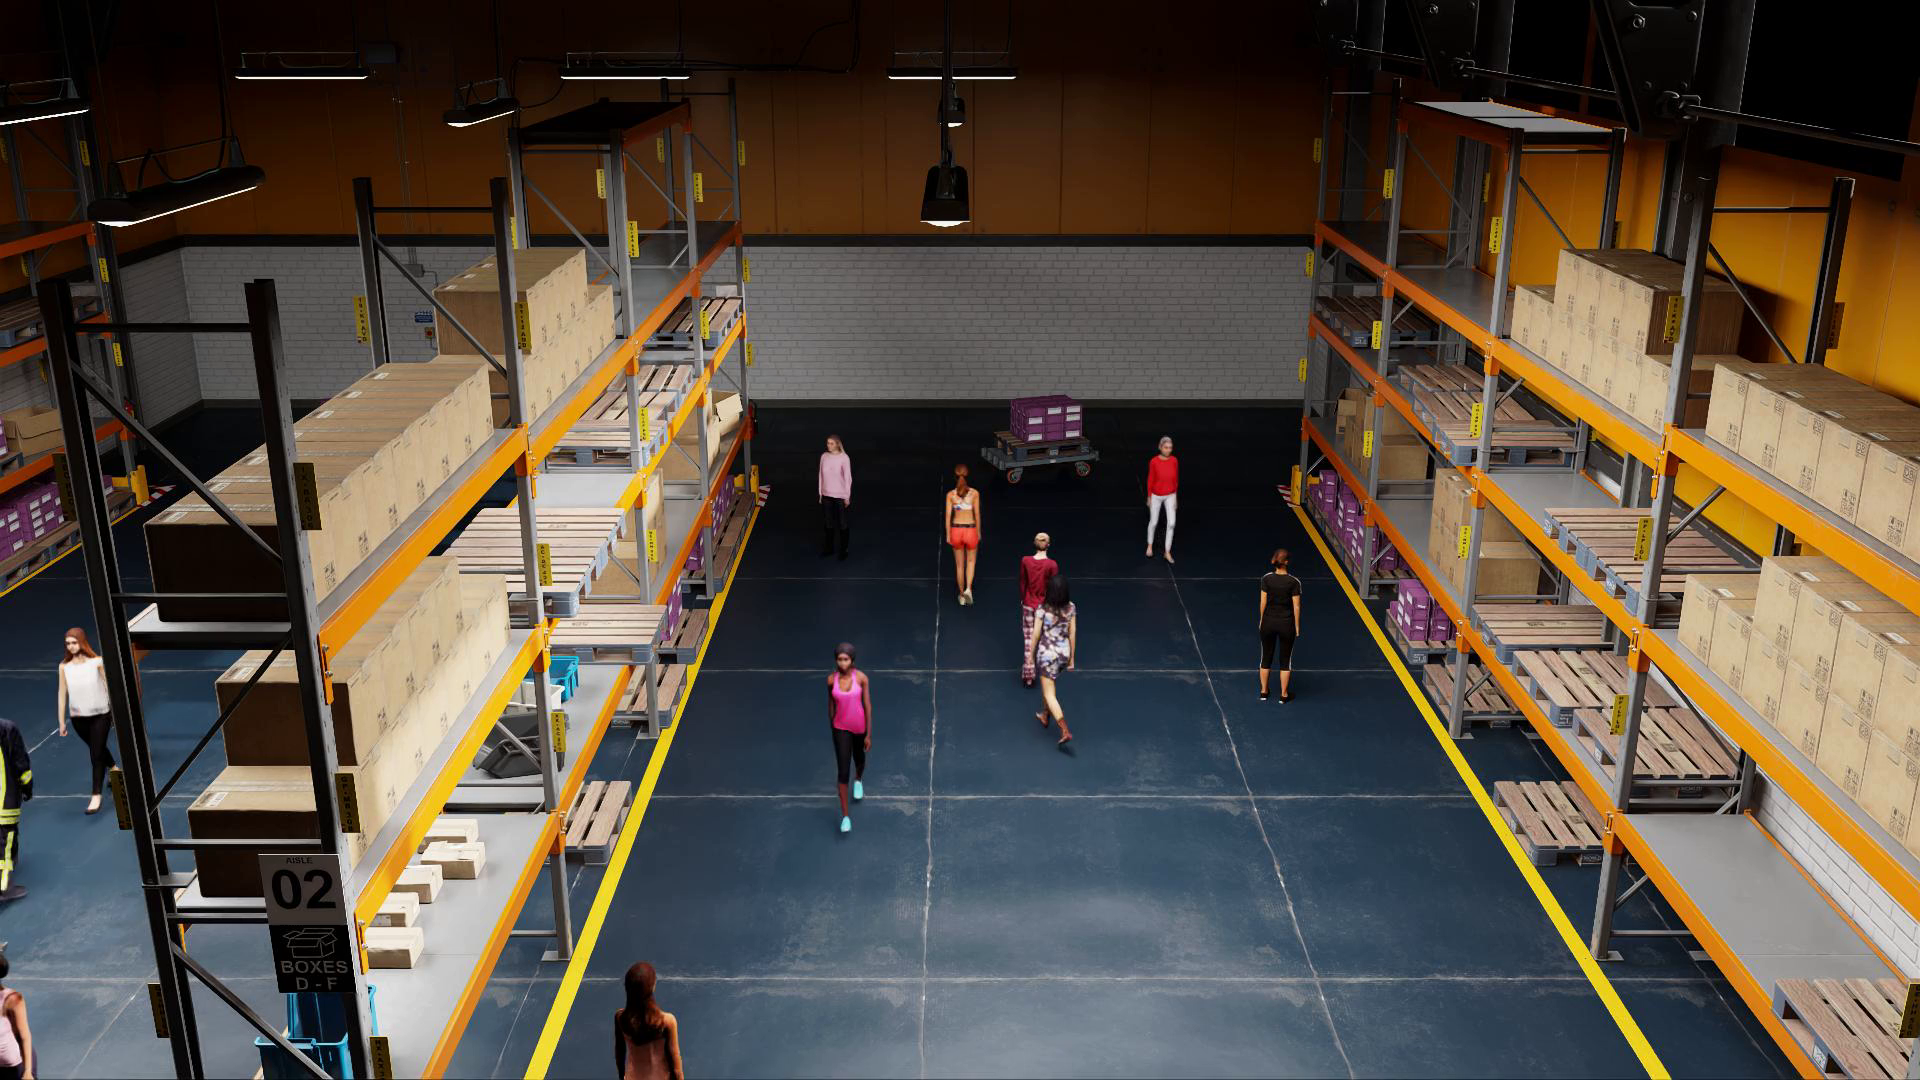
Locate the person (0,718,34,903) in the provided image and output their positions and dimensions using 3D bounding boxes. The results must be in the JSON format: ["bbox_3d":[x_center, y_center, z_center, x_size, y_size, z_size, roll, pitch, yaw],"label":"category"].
[{"bbox_3d":[-7.984,2.092,13.710,0.862,1.782,1.188,-2,19,-5],"label":"person"}]

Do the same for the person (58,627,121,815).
[{"bbox_3d":[-7.986,1.603,15.328,0.672,1.677,1.125,-2,19,-5],"label":"person"}]

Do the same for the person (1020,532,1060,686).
[{"bbox_3d":[0.818,0.754,17.872,0.846,1.662,1.104,5,19,16],"label":"person"}]

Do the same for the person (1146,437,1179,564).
[{"bbox_3d":[2.635,-0.556,21.760,0.652,1.663,0.913,-1,19,-4],"label":"person"}]

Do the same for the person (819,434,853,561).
[{"bbox_3d":[-1.628,-0.583,21.805,0.673,1.687,0.658,7,20,20],"label":"person"}]

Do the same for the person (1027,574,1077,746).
[{"bbox_3d":[0.945,1.213,16.451,0.911,1.700,1.182,-9,20,-24],"label":"person"}]

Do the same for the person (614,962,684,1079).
[{"bbox_3d":[-1.870,3.364,9.867,0.661,1.826,0.646,4,19,12],"label":"person"}]

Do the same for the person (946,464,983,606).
[{"bbox_3d":[0.052,-0.022,19.989,0.594,1.782,0.795,0,19,-1],"label":"person"}]

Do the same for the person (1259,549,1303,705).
[{"bbox_3d":[3.344,0.889,17.463,0.650,1.668,0.641,9,21,25],"label":"person"}]

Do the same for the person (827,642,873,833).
[{"bbox_3d":[-0.967,1.703,15.037,0.571,1.673,1.171,-1,19,-2],"label":"person"}]
